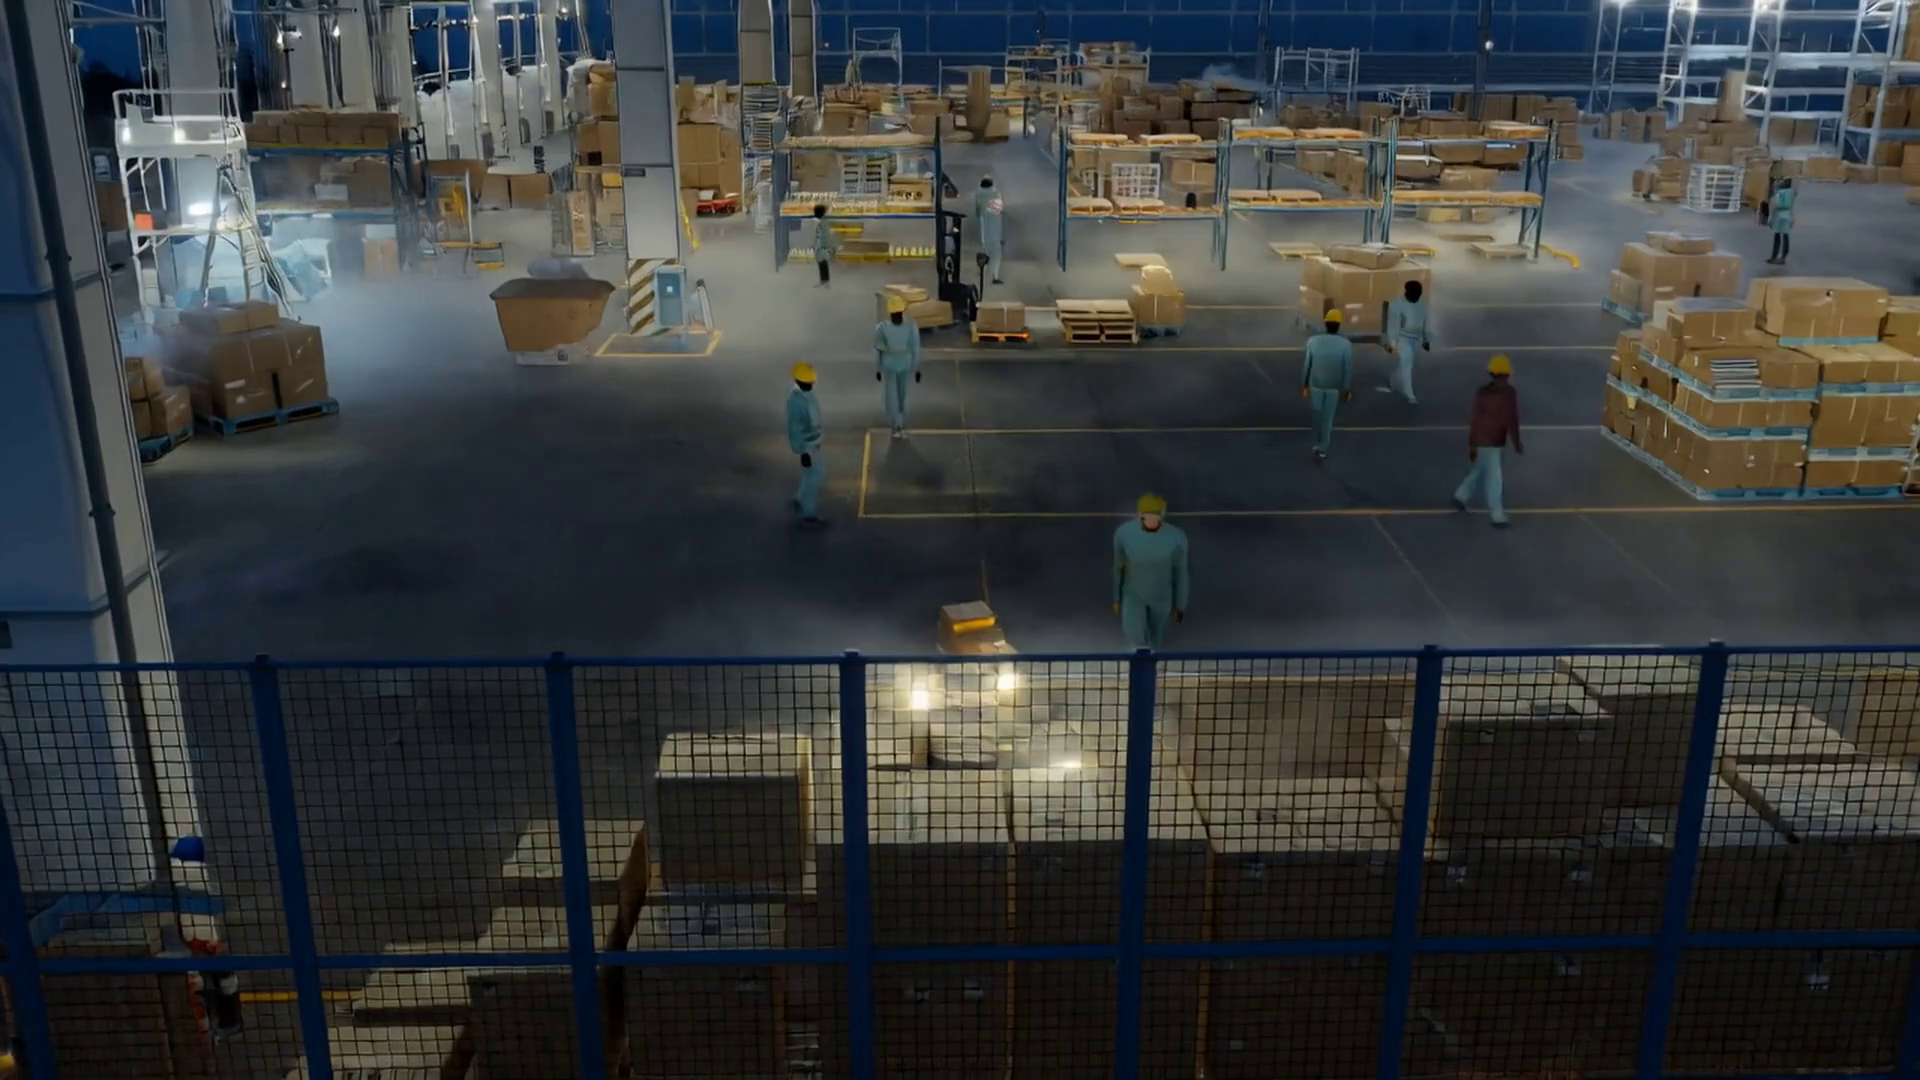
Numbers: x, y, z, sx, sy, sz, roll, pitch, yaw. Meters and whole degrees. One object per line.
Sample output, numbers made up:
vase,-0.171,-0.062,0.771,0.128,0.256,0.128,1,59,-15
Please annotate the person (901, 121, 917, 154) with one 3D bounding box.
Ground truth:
person,-1.416,-11.366,49.067,0.701,1.917,0.661,11,22,30

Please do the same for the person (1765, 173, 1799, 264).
person,17.765,-6.954,35.953,0.553,1.935,0.363,-5,19,-13

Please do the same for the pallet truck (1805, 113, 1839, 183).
pallet truck,26.403,-11.957,50.702,0.823,1.965,1.885,6,19,16

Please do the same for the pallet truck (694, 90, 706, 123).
pallet truck,-9.671,-15.907,62.421,0.823,1.965,1.885,5,19,15

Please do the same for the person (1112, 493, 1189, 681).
person,1.588,0.489,13.969,0.644,1.883,1.082,3,19,8

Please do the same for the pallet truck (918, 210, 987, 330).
pallet truck,-0.493,-4.759,29.349,1.885,1.965,0.823,-13,23,-34

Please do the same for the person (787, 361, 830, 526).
person,-1.709,-1.080,18.566,0.462,1.929,0.638,5,19,15

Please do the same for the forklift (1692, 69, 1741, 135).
forklift,27.389,-15.397,59.549,1.873,2.768,1.129,-1,19,-1

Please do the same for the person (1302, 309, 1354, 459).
person,4.760,-2.035,21.414,0.615,1.893,0.821,7,20,20

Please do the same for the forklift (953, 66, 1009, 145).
forklift,0.809,-16.239,62.045,1.873,2.768,1.129,-10,21,-26

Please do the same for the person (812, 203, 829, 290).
person,-2.765,-5.822,32.966,0.322,1.696,0.530,5,19,14

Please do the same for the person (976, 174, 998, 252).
person,0.636,-7.393,37.600,0.502,1.717,0.745,-5,19,-16

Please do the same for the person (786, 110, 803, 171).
person,-5.372,-12.793,53.301,0.665,1.914,0.723,17,25,40

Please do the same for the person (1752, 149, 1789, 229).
person,20.010,-8.664,41.013,0.645,1.935,0.797,-7,20,-20

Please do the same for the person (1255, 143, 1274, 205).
person,8.293,-10.077,45.374,0.505,1.838,0.349,8,20,22

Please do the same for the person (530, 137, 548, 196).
person,-11.936,-10.580,47.170,0.512,1.641,0.309,8,20,22

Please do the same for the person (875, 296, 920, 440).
person,-0.847,-2.370,22.423,0.594,1.899,0.898,-3,19,-9

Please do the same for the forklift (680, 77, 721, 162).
forklift,-8.944,-13.866,55.007,1.873,2.768,1.129,-1,19,-1

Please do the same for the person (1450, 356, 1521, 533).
person,5.925,-1.129,18.653,0.609,1.955,0.994,-13,22,-33

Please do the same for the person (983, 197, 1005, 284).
person,0.712,-6.026,33.488,0.426,1.757,0.535,2,19,6

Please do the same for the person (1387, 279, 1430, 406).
person,6.477,-2.899,24.110,0.632,1.821,0.795,-7,20,-20

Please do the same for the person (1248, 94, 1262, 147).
person,10.896,-15.430,61.149,0.398,1.914,0.592,-6,19,-16

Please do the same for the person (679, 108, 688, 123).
person,-9.057,-13.261,54.754,0.338,1.882,0.571,1,19,4
